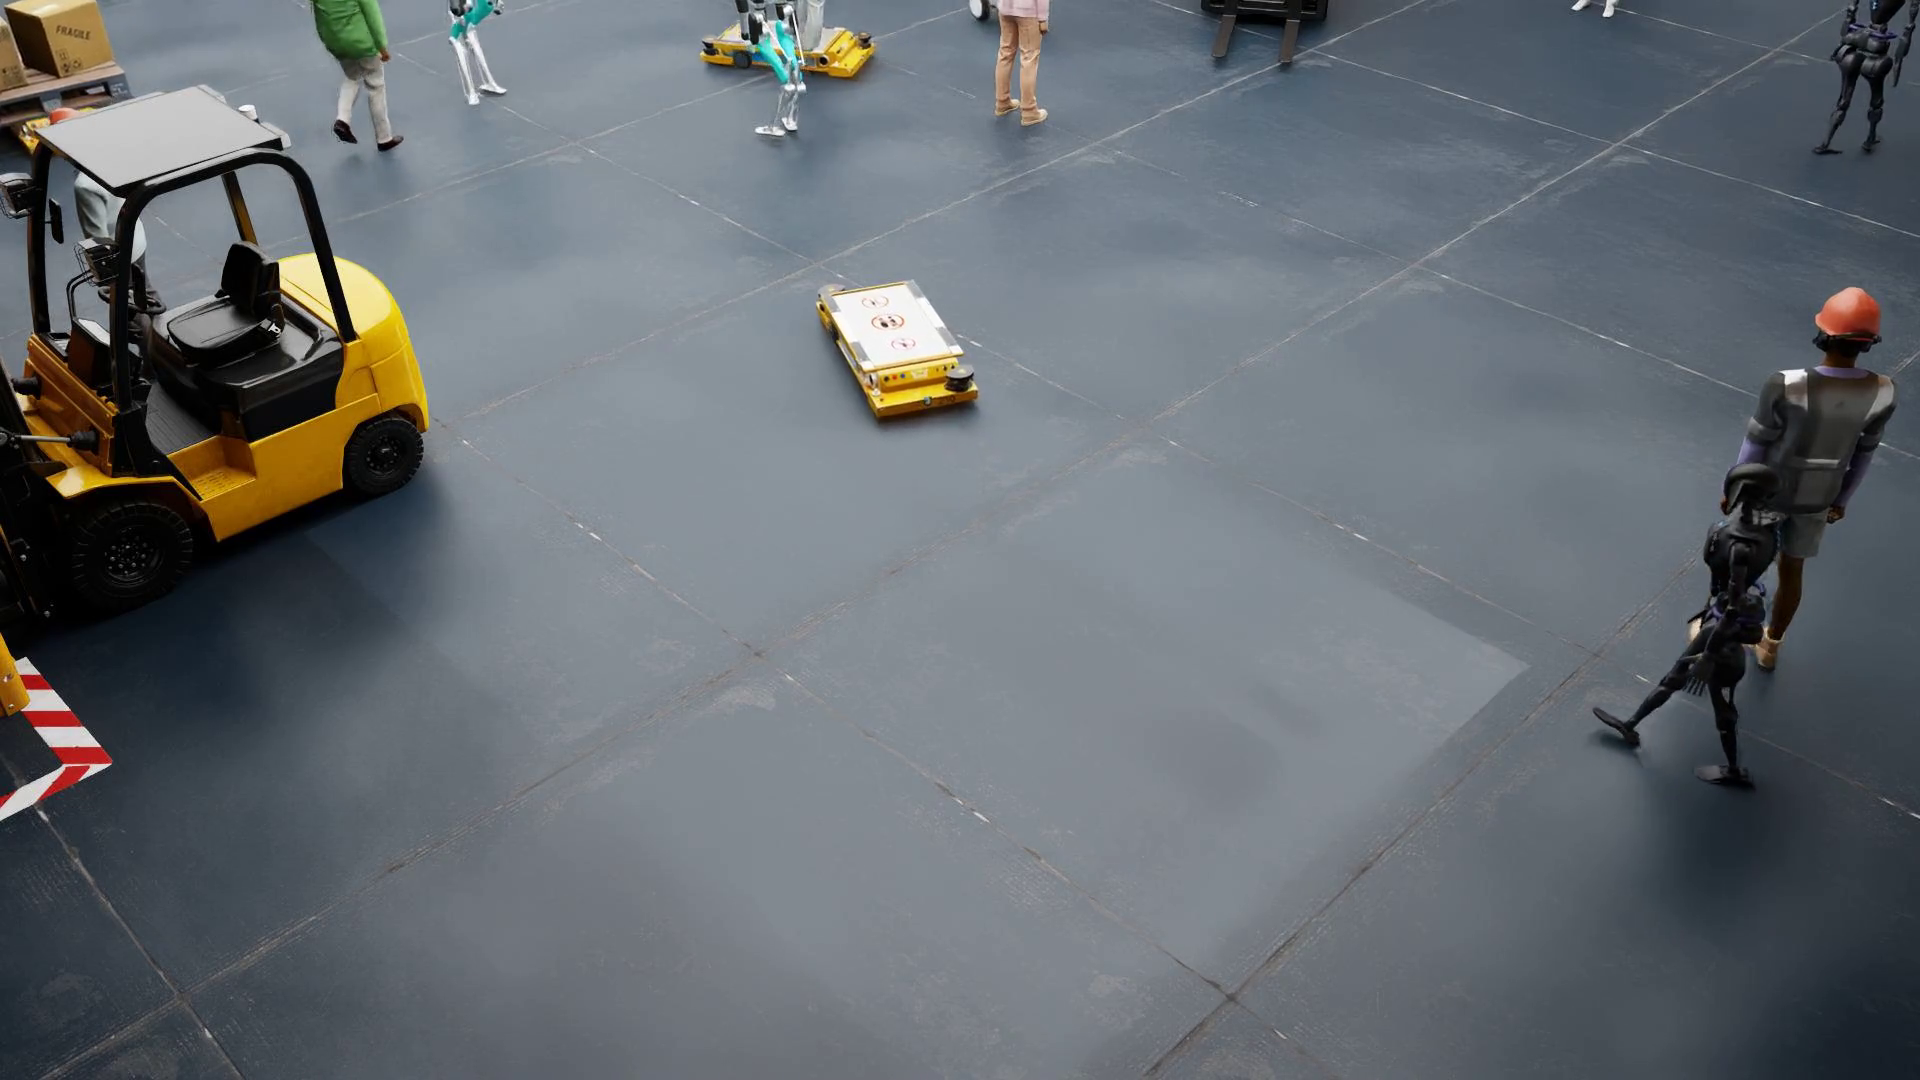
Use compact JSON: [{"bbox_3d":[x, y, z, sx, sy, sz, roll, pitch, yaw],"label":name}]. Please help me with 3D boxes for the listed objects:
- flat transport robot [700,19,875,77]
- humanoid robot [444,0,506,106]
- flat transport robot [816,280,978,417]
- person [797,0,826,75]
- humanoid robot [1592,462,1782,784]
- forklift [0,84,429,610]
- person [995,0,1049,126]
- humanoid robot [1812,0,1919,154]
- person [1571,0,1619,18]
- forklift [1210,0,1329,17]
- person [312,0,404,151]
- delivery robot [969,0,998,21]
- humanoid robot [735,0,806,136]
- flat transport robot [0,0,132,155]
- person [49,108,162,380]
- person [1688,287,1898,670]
[{"bbox_3d":[-1.545,-4.414,14.905,1.431,0.231,0.659,9,38,12],"label":"flat transport robot"},{"bbox_3d":[-4.114,-4.529,13.797,0.709,1.743,0.539,28,45,32],"label":"humanoid robot"},{"bbox_3d":[-0.428,-1.271,10.698,0.659,0.231,1.431,-12,38,-15],"label":"flat transport robot"},{"bbox_3d":[-1.271,-5.041,14.379,0.644,1.898,0.742,8,38,11],"label":"person"},{"bbox_3d":[3.324,0.384,7.336,0.759,1.624,0.599,14,39,18],"label":"humanoid robot"},{"bbox_3d":[-4.145,-1.093,8.856,2.313,2.155,1.214,-31,47,-34],"label":"forklift"},{"bbox_3d":[0.488,-4.256,13.439,0.526,1.775,0.408,31,46,34],"label":"person"},{"bbox_3d":[7.128,-3.822,12.957,0.574,1.639,0.615,-19,41,-23],"label":"humanoid robot"},{"bbox_3d":[6.106,-5.735,15.535,0.517,1.632,0.314,25,44,30],"label":"person"},{"bbox_3d":[3.106,-6.400,15.960,1.214,2.155,2.313,8,37,10],"label":"forklift"},{"bbox_3d":[-4.729,-3.867,12.924,0.592,1.761,0.490,10,38,13],"label":"person"},{"bbox_3d":[0.473,-5.112,15.596,0.499,0.589,0.775,-22,42,-27],"label":"delivery robot"},{"bbox_3d":[-1.406,-3.994,13.068,0.530,1.728,0.729,-23,42,-27],"label":"humanoid robot"},{"bbox_3d":[-7.586,-3.571,13.777,0.659,0.231,1.431,-26,44,-30],"label":"flat transport robot"},{"bbox_3d":[-5.183,-1.801,10.177,0.352,1.742,0.572,-4,37,-5],"label":"person"},{"bbox_3d":[3.929,-0.254,7.871,0.598,2.035,0.403,0,37,0],"label":"person"}]
